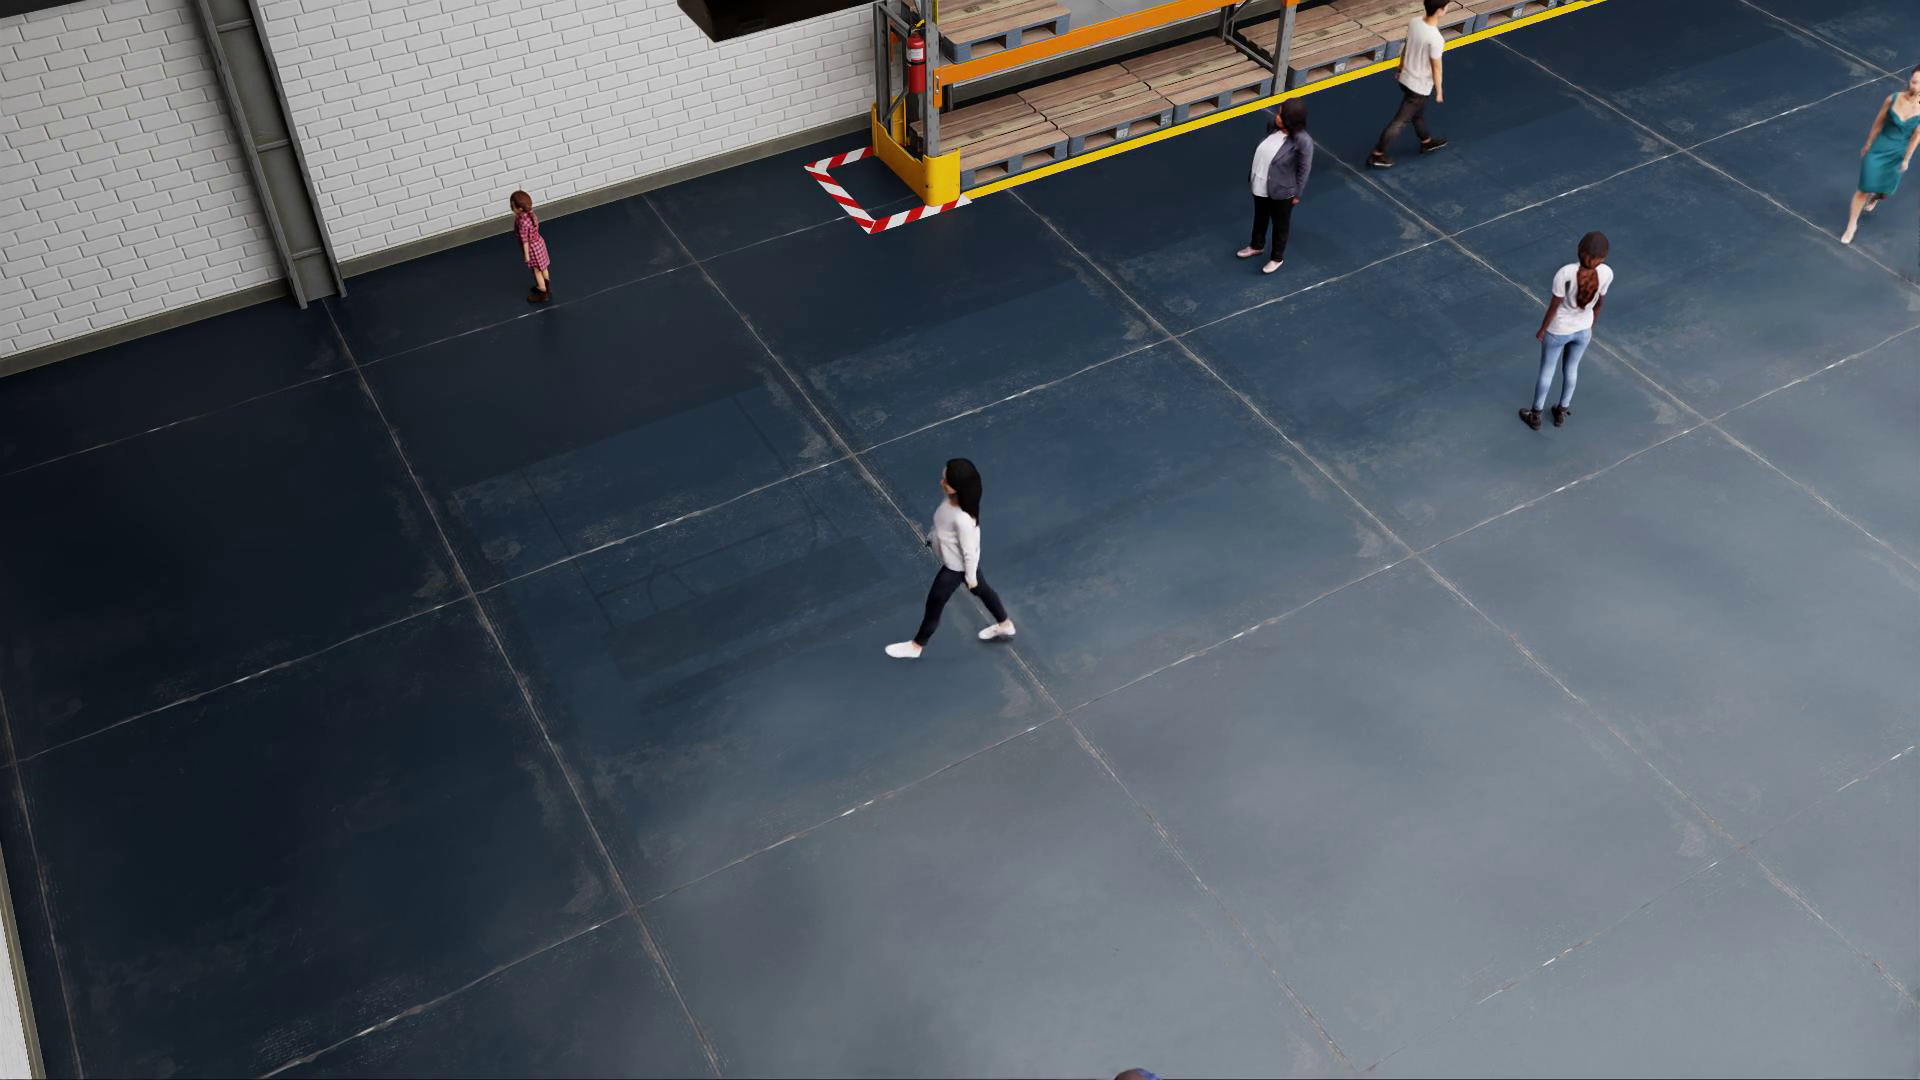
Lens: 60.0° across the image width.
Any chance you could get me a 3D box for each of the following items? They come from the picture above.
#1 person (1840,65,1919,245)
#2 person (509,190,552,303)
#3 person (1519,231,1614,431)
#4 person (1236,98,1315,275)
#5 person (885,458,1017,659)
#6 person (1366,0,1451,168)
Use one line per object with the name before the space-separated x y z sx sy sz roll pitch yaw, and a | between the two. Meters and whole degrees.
person | 8.042 -3.348 14.372 0.757 1.669 0.902 26 50 25
person | -3.585 -2.467 13.918 0.538 1.022 0.493 2 44 2
person | 4.564 -1.570 12.471 0.594 1.719 0.721 -4 44 -4
person | 2.690 -3.027 14.088 0.665 1.597 0.684 -26 49 -25
person | 0.079 0.122 10.743 1.209 1.651 0.928 -4 44 -5
person | 4.114 -4.187 15.248 1.170 1.676 0.849 -11 45 -11
